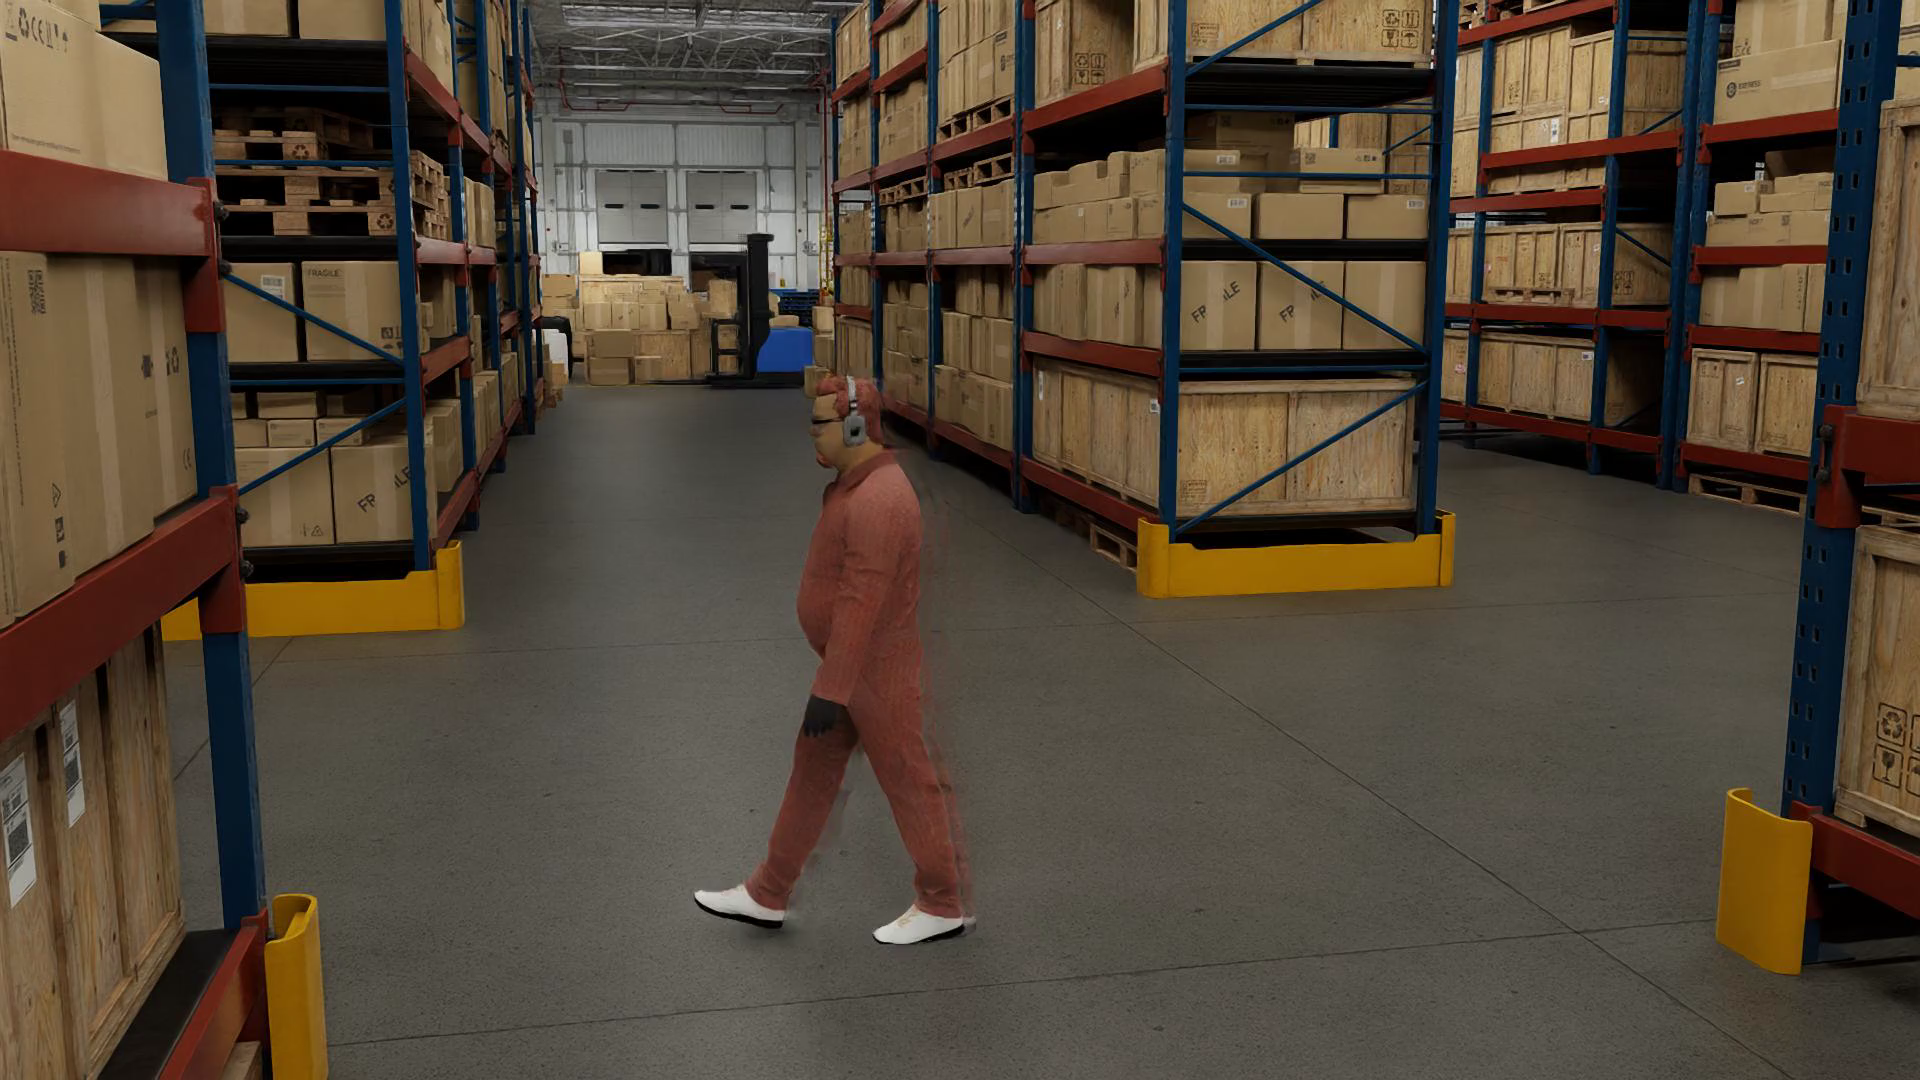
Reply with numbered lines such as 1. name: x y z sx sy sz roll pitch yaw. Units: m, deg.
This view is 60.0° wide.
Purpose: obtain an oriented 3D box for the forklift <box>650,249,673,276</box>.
1. forklift: -9.860 -8.261 55.178 1.873 2.768 1.129 3 10 19

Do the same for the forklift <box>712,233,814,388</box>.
1. forklift: -3.683 -4.238 30.657 1.873 2.768 1.129 -2 10 -12

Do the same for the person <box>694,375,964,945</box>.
1. person: -0.419 0.413 5.363 0.947 1.862 0.663 -2 9 -10

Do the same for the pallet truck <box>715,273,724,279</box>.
1. pallet truck: -8.580 -8.986 62.280 1.885 1.965 0.823 1 9 5

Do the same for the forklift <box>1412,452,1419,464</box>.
1. forklift: 4.092 -2.260 18.596 1.873 2.768 1.129 -2 9 -9
